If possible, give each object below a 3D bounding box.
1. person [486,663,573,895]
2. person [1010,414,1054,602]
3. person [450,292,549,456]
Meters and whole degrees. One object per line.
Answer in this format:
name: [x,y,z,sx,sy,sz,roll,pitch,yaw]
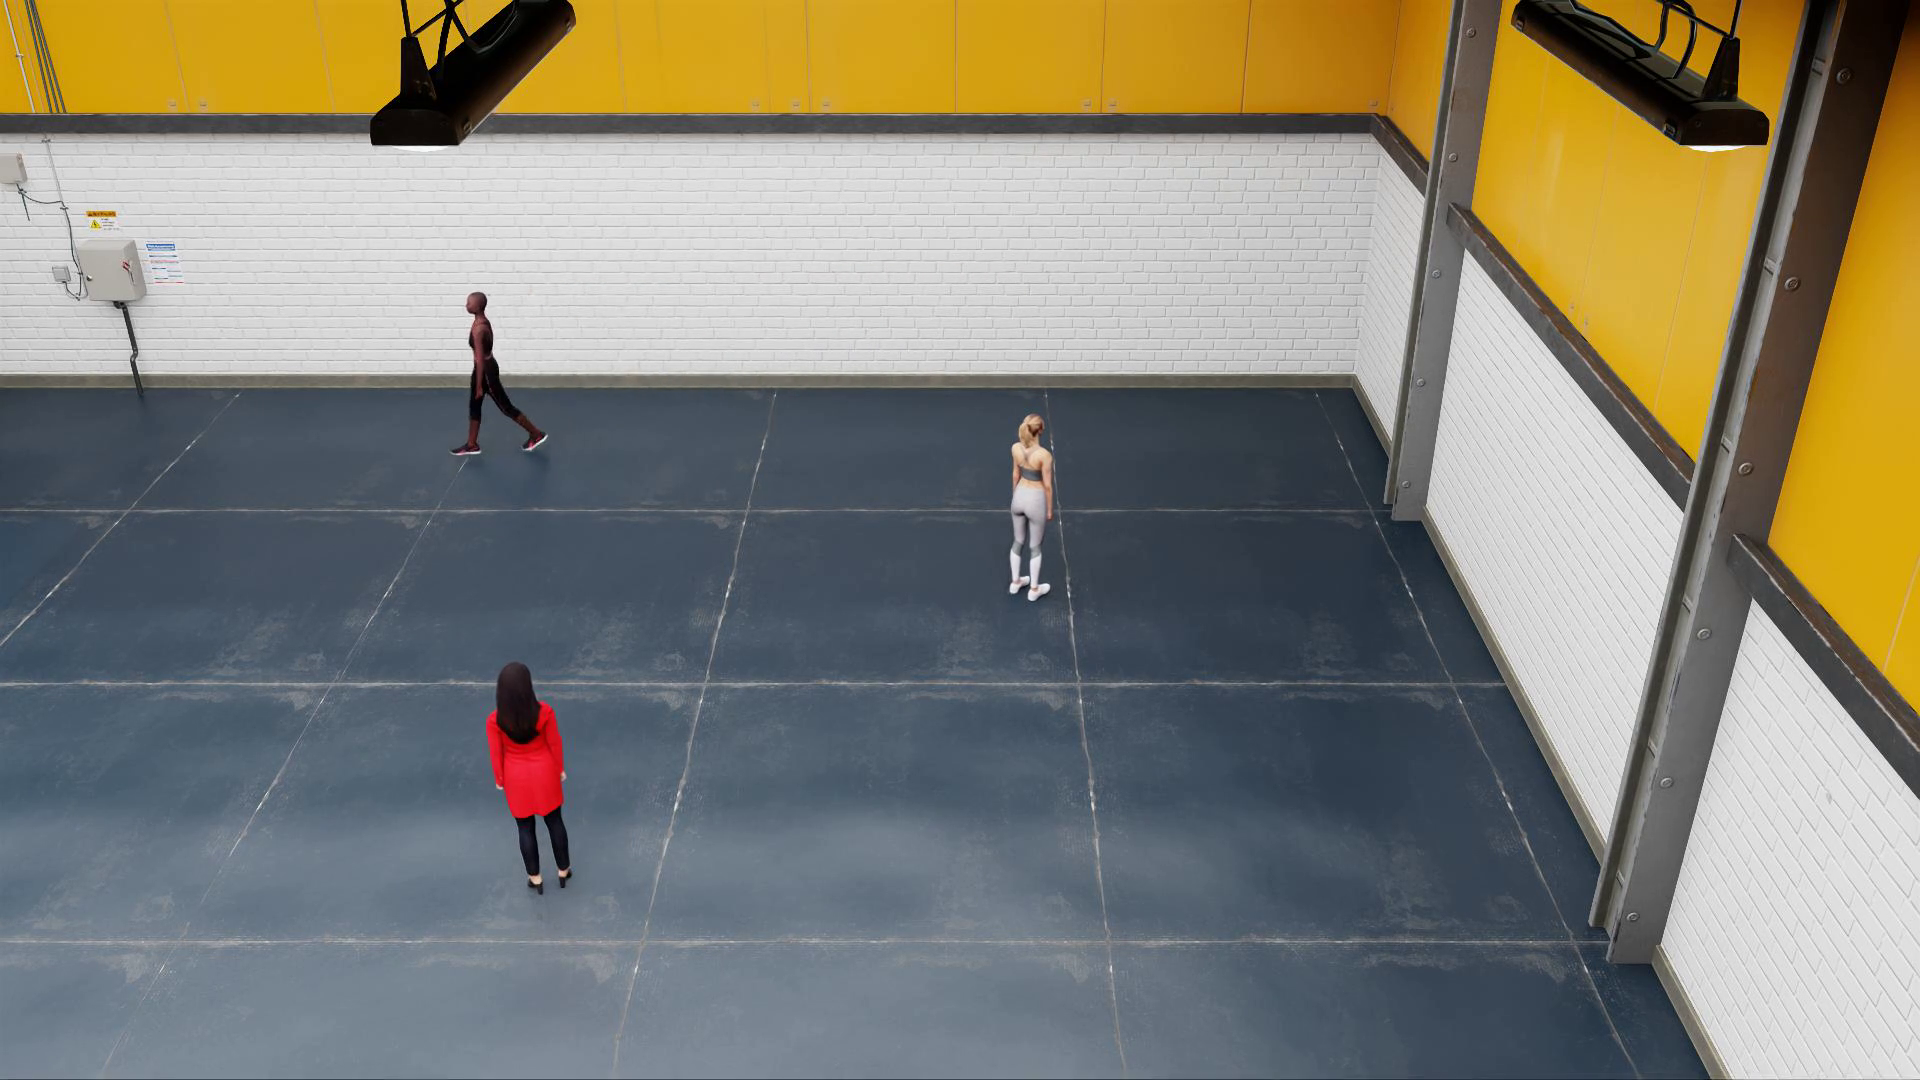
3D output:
person: [-2.779,1.552,10.793,0.697,1.750,0.715,-9,30,-16]
person: [0.591,-0.292,14.223,0.633,1.703,0.668,17,33,29]
person: [-4.630,-1.633,16.665,0.863,1.718,1.198,-7,29,-12]
